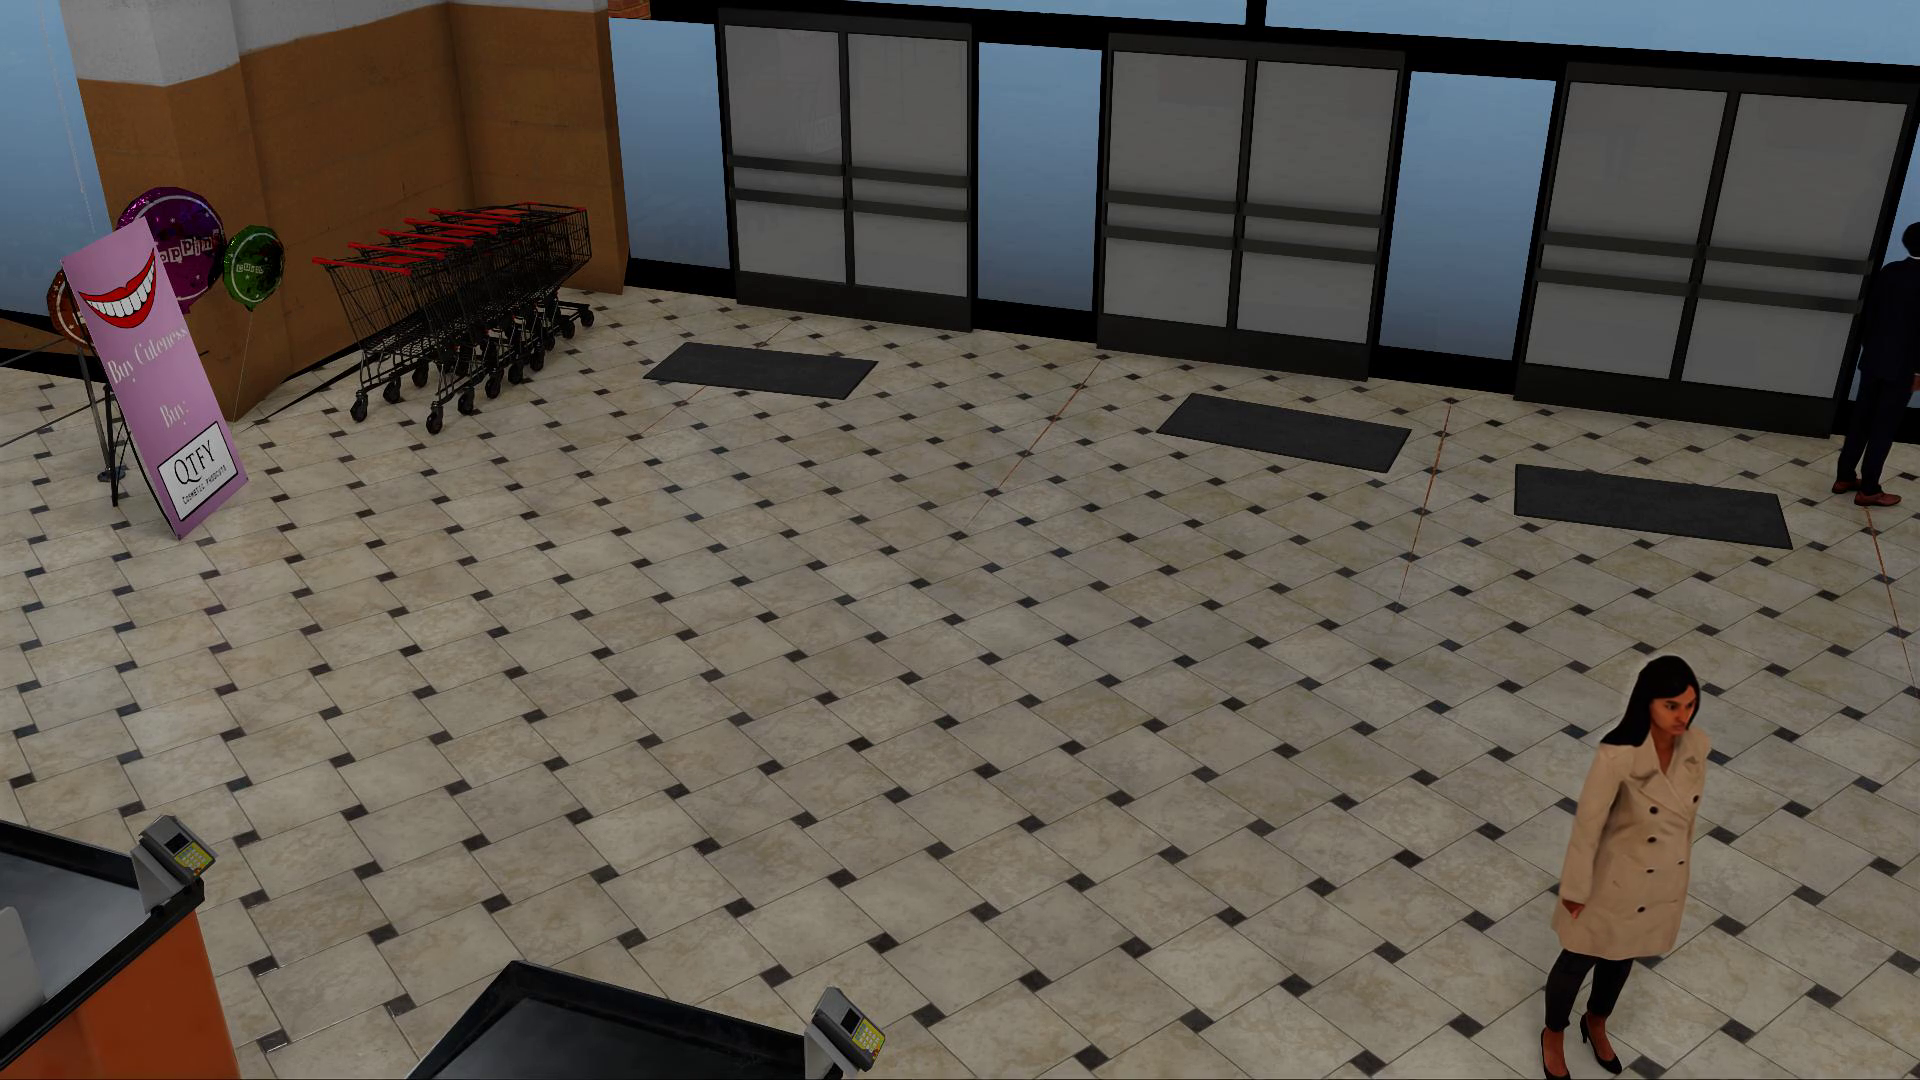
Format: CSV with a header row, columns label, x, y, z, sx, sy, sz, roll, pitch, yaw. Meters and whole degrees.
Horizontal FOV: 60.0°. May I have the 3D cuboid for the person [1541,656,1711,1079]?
label,x,y,z,sx,sy,sz,roll,pitch,yaw
person,2.222,1.122,5.565,0.722,1.681,0.743,-8,28,-15

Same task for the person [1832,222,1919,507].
label,x,y,z,sx,sy,sz,roll,pitch,yaw
person,5.471,-1.043,9.784,0.772,1.727,0.672,-7,28,-13
